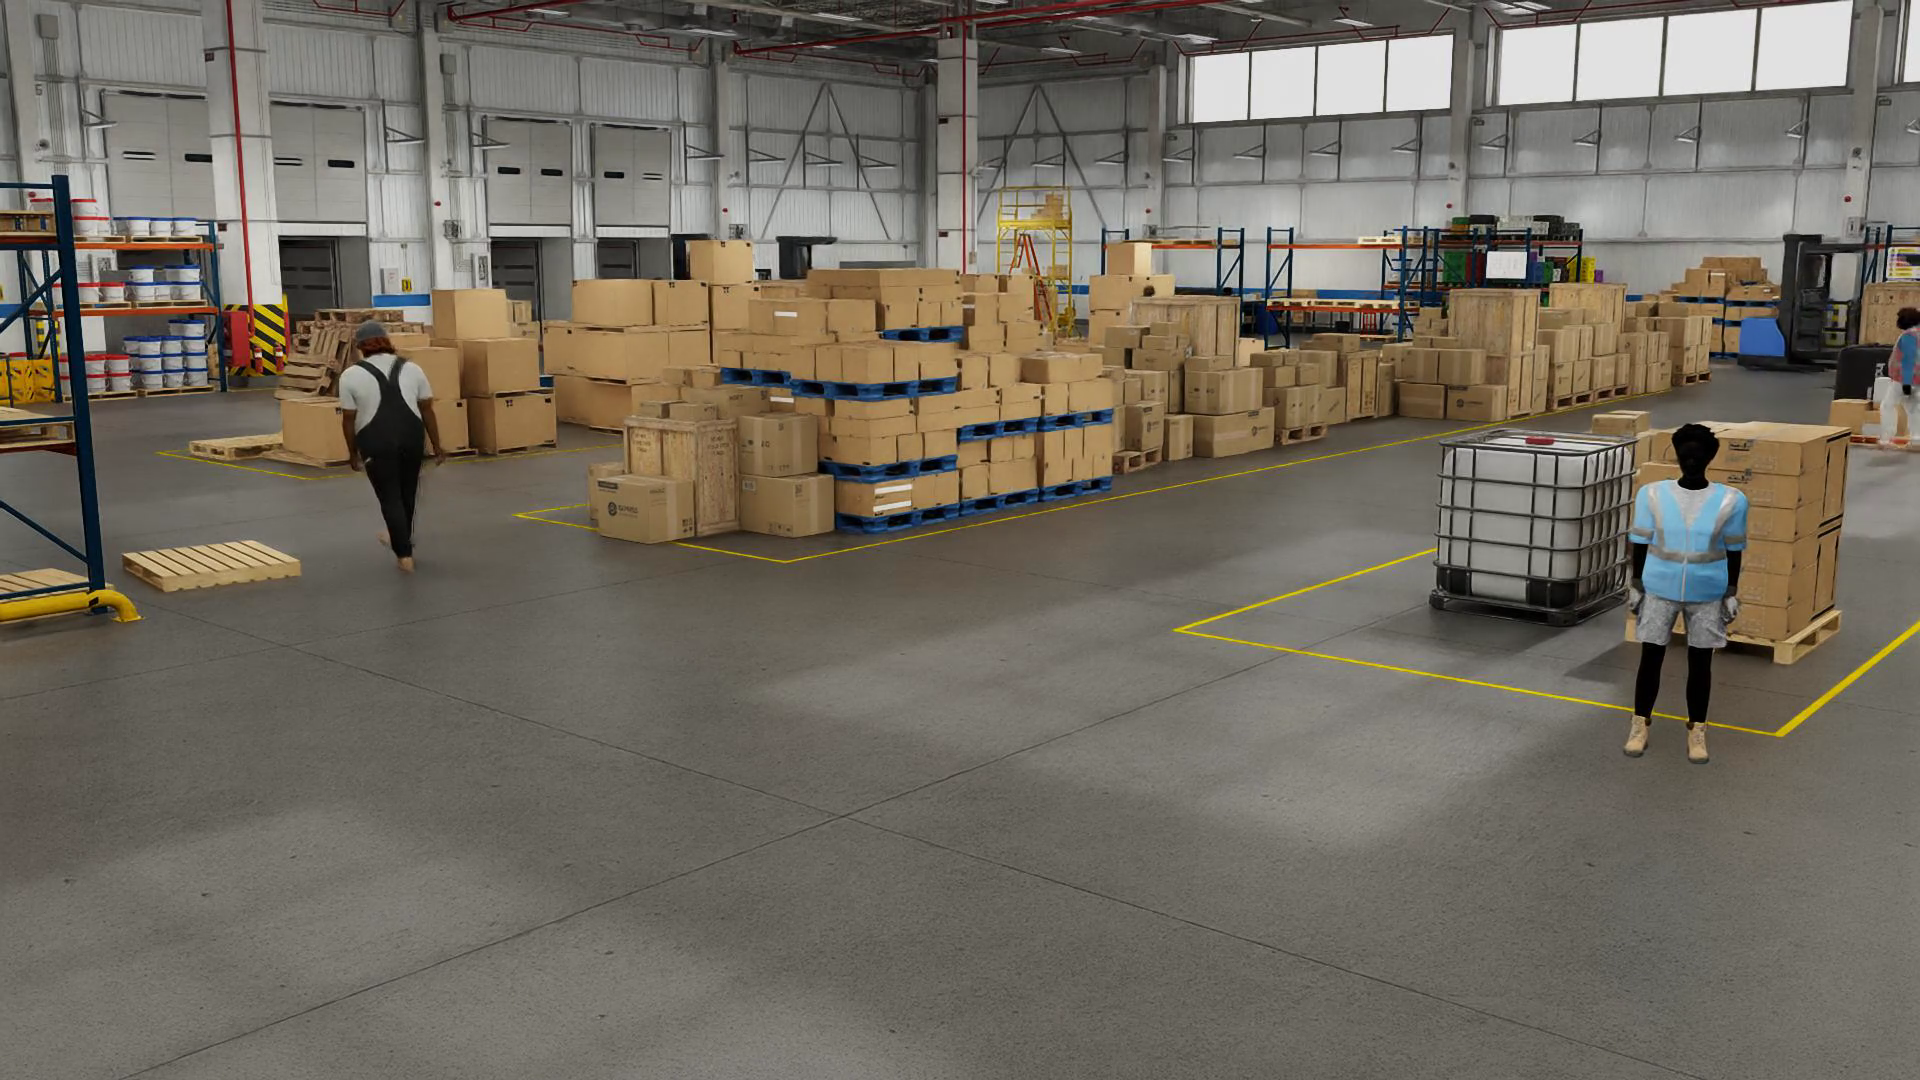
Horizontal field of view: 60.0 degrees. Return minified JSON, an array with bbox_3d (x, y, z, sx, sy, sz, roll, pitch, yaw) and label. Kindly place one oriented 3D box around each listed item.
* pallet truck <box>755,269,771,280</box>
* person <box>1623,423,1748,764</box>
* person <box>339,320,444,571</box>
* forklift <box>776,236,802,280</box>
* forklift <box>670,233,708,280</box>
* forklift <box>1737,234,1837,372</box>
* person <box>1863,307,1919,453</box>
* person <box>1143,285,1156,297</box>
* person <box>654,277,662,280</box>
[{"bbox_3d":[-4.996,-6.432,45.525,1.885,1.965,0.823,-6,12,-32],"label":"pallet truck"},{"bbox_3d":[3.595,0.264,8.256,0.536,1.696,0.322,5,11,24],"label":"person"},{"bbox_3d":[-4.584,-0.800,13.334,0.760,2.000,0.970,-8,13,-37],"label":"person"},{"bbox_3d":[-4.083,-5.895,39.955,1.873,2.768,1.129,2,10,13],"label":"forklift"},{"bbox_3d":[-5.348,-4.666,32.959,1.873,2.768,1.129,-8,13,-39],"label":"forklift"},{"bbox_3d":[17.370,-4.941,34.525,1.129,2.768,1.873,-7,12,-34],"label":"forklift"},{"bbox_3d":[11.714,-1.996,20.785,0.764,1.811,0.646,9,14,42],"label":"person"},{"bbox_3d":[3.243,-3.383,28.381,0.646,1.918,0.654,-9,13,-42],"label":"person"},{"bbox_3d":[-6.514,-4.725,36.010,0.639,1.928,0.369,-4,11,-24],"label":"person"}]
